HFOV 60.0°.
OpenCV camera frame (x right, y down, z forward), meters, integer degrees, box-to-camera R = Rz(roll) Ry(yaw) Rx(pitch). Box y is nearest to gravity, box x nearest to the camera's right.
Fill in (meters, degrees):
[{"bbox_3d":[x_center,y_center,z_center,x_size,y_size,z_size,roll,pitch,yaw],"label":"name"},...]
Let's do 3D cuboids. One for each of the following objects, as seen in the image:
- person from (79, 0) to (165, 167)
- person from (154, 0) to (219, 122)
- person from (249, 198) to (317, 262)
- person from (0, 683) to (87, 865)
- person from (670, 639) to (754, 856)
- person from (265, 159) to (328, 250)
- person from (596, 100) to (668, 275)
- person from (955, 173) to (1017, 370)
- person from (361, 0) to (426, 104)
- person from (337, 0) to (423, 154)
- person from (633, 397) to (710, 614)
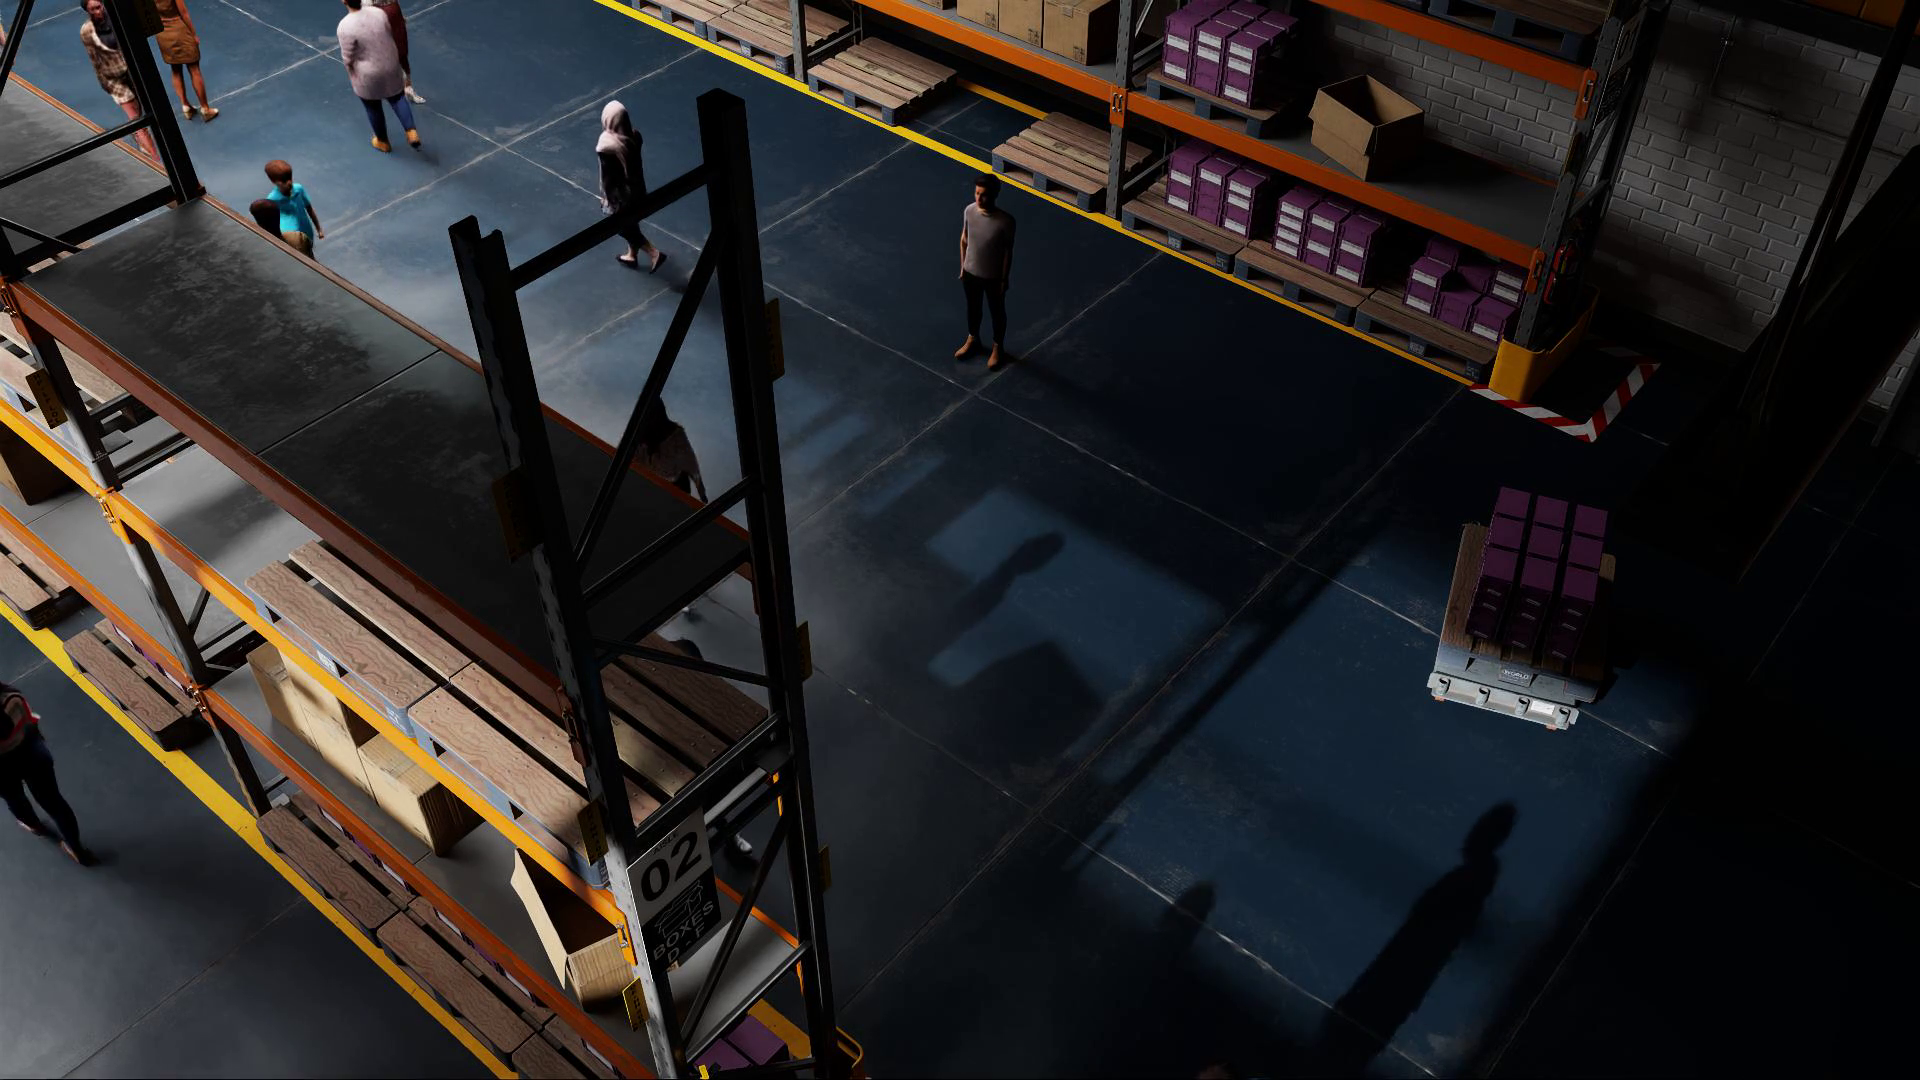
[{"bbox_3d":[-7.807,-4.292,15.509,1.091,1.739,0.611,34,53,30],"label":"person"},{"bbox_3d":[-7.633,-4.894,16.181,0.608,1.684,0.705,6,44,6],"label":"person"},{"bbox_3d":[-5.023,-1.733,12.759,1.055,1.826,0.689,28,50,26],"label":"person"},{"bbox_3d":[-5.459,1.338,9.709,0.839,1.588,0.611,29,51,27],"label":"person"},{"bbox_3d":[-1.637,1.148,9.828,1.120,1.699,0.679,25,49,24],"label":"person"},{"bbox_3d":[-5.613,-2.573,13.937,1.028,1.418,0.606,26,49,24],"label":"person"},{"bbox_3d":[-2.803,-2.967,14.203,0.902,1.623,0.730,20,47,20],"label":"person"},{"bbox_3d":[0.210,-2.171,13.294,0.518,1.724,0.701,22,48,21],"label":"person"},{"bbox_3d":[-5.599,-5.048,16.295,0.592,1.750,0.644,18,47,18],"label":"person"},{"bbox_3d":[-5.483,-4.437,15.662,0.799,1.738,0.852,-31,52,-29],"label":"person"},{"bbox_3d":[-2.050,-0.371,11.415,0.690,1.709,0.841,-29,51,-27],"label":"person"}]
